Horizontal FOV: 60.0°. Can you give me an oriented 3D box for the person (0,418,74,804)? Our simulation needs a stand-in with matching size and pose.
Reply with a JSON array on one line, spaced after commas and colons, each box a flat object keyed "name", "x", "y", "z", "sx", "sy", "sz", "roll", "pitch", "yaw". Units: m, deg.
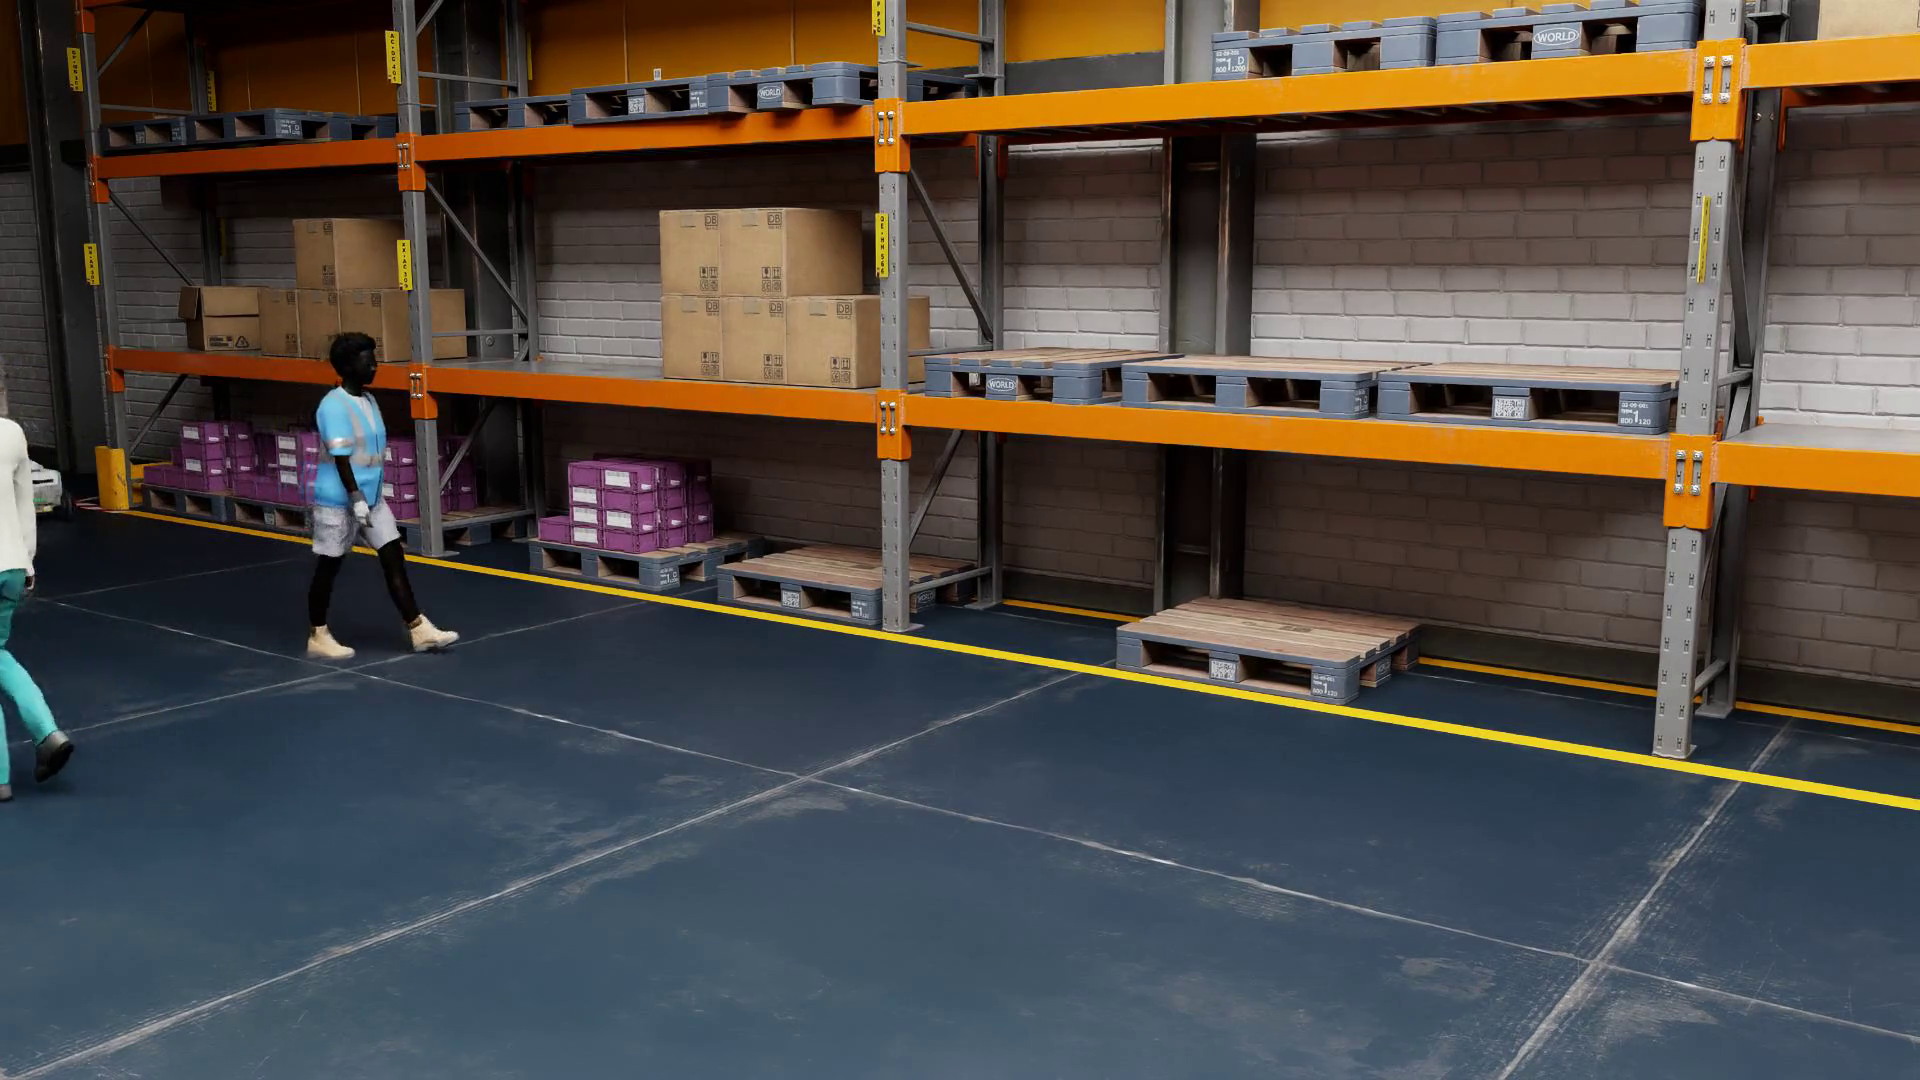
[{"name": "person", "x": -3.631, "y": 0.122, "z": 6.134, "sx": 0.381, "sy": 1.754, "sz": 0.543, "roll": 2, "pitch": 10, "yaw": 10}]

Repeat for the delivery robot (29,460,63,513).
[{"name": "delivery robot", "x": -7.254, "y": -0.450, "z": 12.856, "sx": 0.707, "sy": 0.478, "sz": 0.477, "roll": 8, "pitch": 12, "yaw": 39}]

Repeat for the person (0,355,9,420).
[{"name": "person", "x": -7.759, "y": -0.949, "z": 13.069, "sx": 0.507, "sy": 1.582, "sz": 0.864, "roll": -6, "pitch": 11, "yaw": -32}]

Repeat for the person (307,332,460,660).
[{"name": "person", "x": -2.965, "y": -0.206, "z": 8.373, "sx": 0.832, "sy": 1.658, "sz": 0.538, "roll": 1, "pitch": 10, "yaw": 8}]
